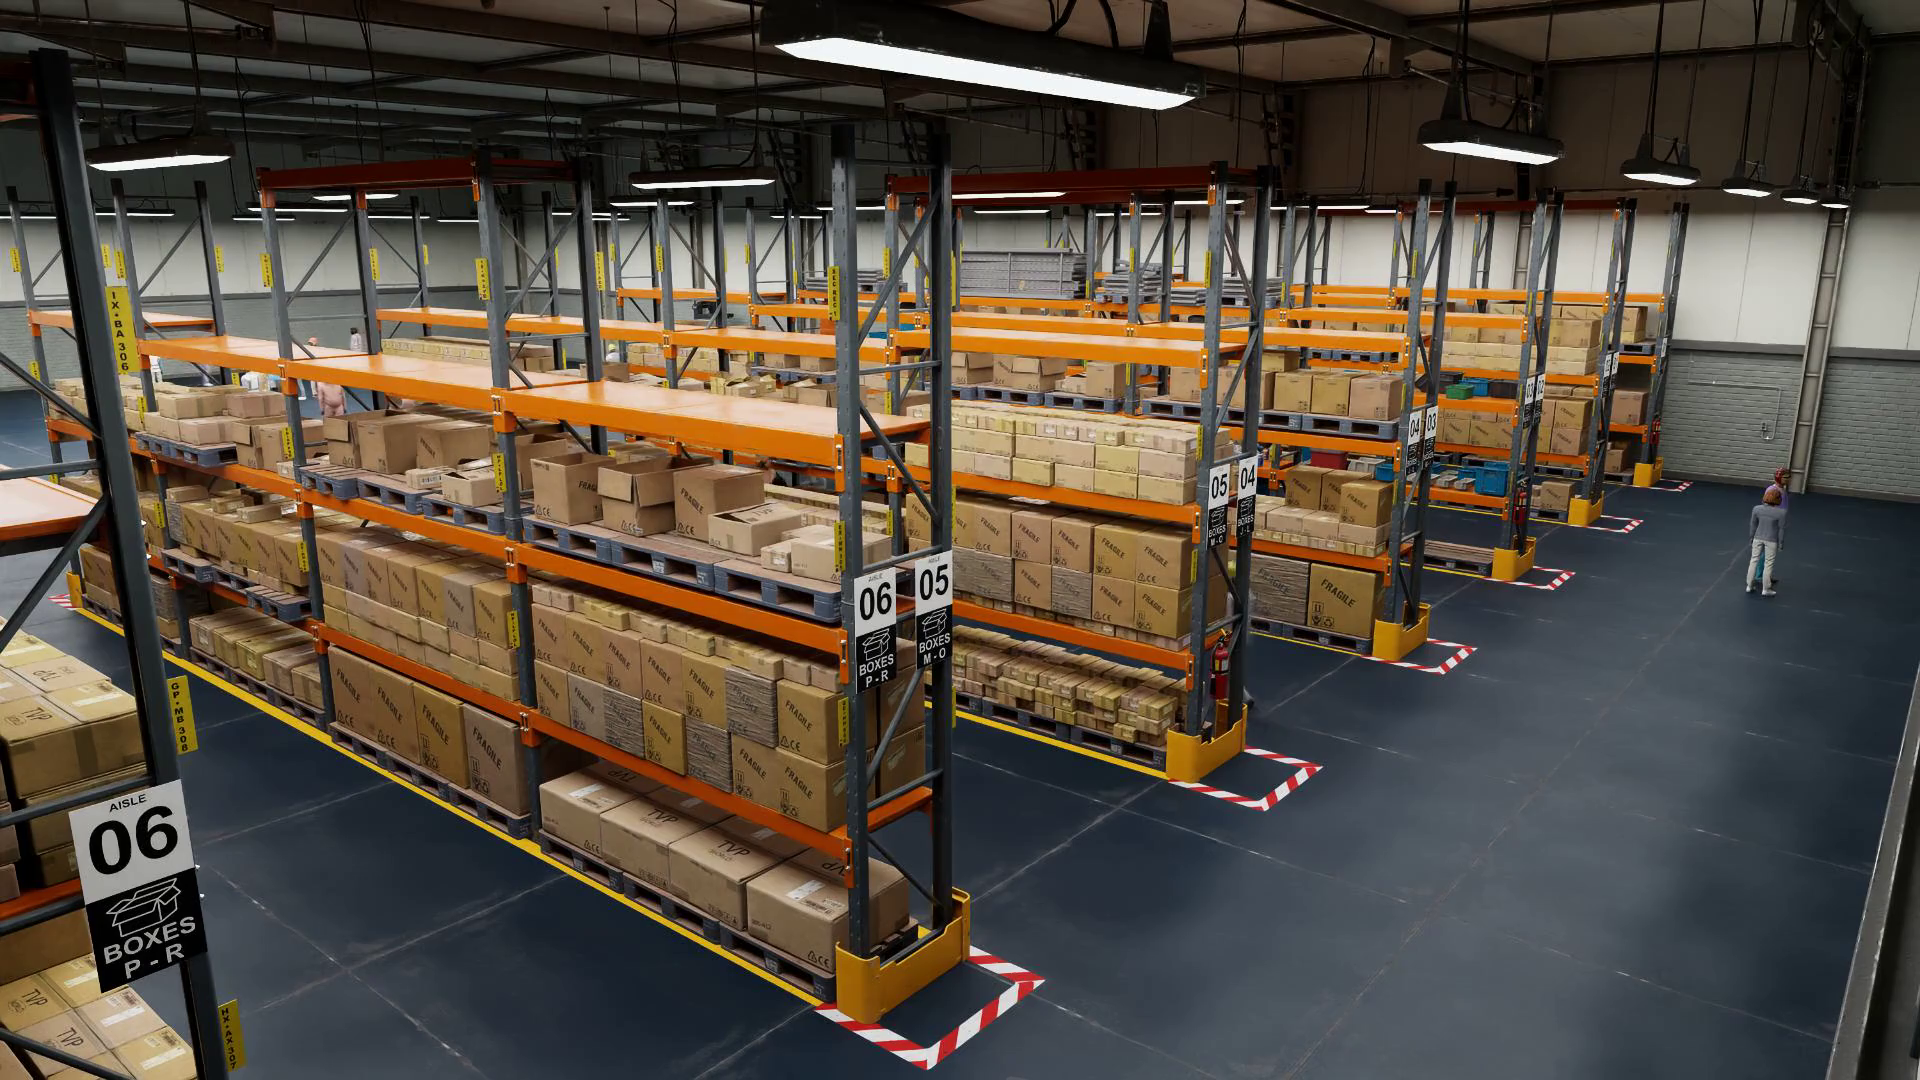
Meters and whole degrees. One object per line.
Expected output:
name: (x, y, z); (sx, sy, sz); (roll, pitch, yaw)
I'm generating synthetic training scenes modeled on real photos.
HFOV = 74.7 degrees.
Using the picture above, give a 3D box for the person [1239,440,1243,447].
person: (5.816, -1.579, 25.589); (0.318, 1.697, 0.535); (7, 15, 25)

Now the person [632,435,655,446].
person: (-6.022, -1.244, 23.754); (0.628, 1.910, 0.468); (-12, 18, -40)

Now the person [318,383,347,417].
person: (-16.467, -3.493, 33.077); (0.649, 1.889, 0.693); (-9, 17, -34)

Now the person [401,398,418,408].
person: (-13.112, -2.751, 30.148); (1.016, 1.839, 0.653); (3, 14, 13)

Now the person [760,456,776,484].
person: (-3.404, -0.688, 22.076); (0.392, 1.630, 0.528); (11, 17, 37)

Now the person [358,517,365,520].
person: (-11.148, -1.120, 23.646); (0.530, 1.727, 0.490); (0, 14, 1)

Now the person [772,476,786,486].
person: (-2.836, -0.174, 19.812); (0.550, 1.685, 0.369); (-6, 15, -22)

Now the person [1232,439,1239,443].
person: (7.009, -2.940, 30.782); (0.633, 1.905, 0.955); (-12, 18, -40)

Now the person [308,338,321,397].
person: (-21.663, -5.798, 42.326); (0.611, 1.994, 0.379); (5, 15, 20)

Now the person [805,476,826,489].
person: (-2.896, -1.578, 25.274); (0.740, 1.851, 0.540); (12, 18, 40)

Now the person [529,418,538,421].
person: (-11.713, -3.835, 34.585); (0.504, 1.834, 0.437); (-2, 14, -10)

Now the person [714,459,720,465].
person: (-5.937, -2.567, 29.273); (0.987, 1.875, 0.653); (13, 19, 43)

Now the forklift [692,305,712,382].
forklift: (-9.511, -7.392, 47.124); (1.873, 2.768, 1.129); (11, 17, 38)

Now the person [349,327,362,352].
person: (-23.659, -7.440, 49.430); (0.712, 1.826, 0.634); (-1, 14, -6)

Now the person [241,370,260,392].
person: (-19.592, -3.950, 34.819); (0.406, 1.945, 0.614); (3, 14, 10)

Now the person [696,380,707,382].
person: (-7.354, -4.162, 35.588); (0.600, 2.011, 0.978); (8, 16, 31)

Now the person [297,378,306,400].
person: (-21.957, -5.463, 41.735); (0.316, 1.622, 0.514); (-6, 15, -25)

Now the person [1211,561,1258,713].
person: (3.109, 1.134, 14.194); (0.526, 1.811, 0.609); (9, 16, 32)

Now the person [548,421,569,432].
person: (-8.936, -2.362, 28.192); (0.387, 1.992, 0.621); (7, 15, 25)

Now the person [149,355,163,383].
person: (-27.236, -5.671, 42.566); (0.320, 1.643, 0.524); (12, 18, 40)

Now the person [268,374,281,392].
person: (-22.126, -5.172, 40.480); (0.906, 1.636, 0.537); (8, 16, 29)

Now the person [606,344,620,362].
person: (-11.505, -5.617, 41.939); (0.614, 1.820, 0.466); (-13, 19, -42)

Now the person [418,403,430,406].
person: (-14.303, -3.608, 33.474); (0.590, 1.919, 0.393); (8, 16, 31)

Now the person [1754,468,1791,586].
person: (12.702, -0.225, 19.707); (0.563, 1.847, 0.390); (-13, 19, -43)

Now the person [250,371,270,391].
person: (-20.333, -4.357, 36.594); (0.570, 1.896, 0.911); (-10, 17, -34)

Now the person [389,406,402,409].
person: (-12.616, -2.300, 28.253); (0.632, 1.847, 1.056); (-7, 15, -26)

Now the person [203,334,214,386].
person: (-27.135, -6.474, 45.382); (0.488, 1.863, 0.688); (-13, 19, -43)

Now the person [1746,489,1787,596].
person: (12.257, 0.022, 19.135); (0.284, 1.633, 0.500); (-8, 16, -31)
